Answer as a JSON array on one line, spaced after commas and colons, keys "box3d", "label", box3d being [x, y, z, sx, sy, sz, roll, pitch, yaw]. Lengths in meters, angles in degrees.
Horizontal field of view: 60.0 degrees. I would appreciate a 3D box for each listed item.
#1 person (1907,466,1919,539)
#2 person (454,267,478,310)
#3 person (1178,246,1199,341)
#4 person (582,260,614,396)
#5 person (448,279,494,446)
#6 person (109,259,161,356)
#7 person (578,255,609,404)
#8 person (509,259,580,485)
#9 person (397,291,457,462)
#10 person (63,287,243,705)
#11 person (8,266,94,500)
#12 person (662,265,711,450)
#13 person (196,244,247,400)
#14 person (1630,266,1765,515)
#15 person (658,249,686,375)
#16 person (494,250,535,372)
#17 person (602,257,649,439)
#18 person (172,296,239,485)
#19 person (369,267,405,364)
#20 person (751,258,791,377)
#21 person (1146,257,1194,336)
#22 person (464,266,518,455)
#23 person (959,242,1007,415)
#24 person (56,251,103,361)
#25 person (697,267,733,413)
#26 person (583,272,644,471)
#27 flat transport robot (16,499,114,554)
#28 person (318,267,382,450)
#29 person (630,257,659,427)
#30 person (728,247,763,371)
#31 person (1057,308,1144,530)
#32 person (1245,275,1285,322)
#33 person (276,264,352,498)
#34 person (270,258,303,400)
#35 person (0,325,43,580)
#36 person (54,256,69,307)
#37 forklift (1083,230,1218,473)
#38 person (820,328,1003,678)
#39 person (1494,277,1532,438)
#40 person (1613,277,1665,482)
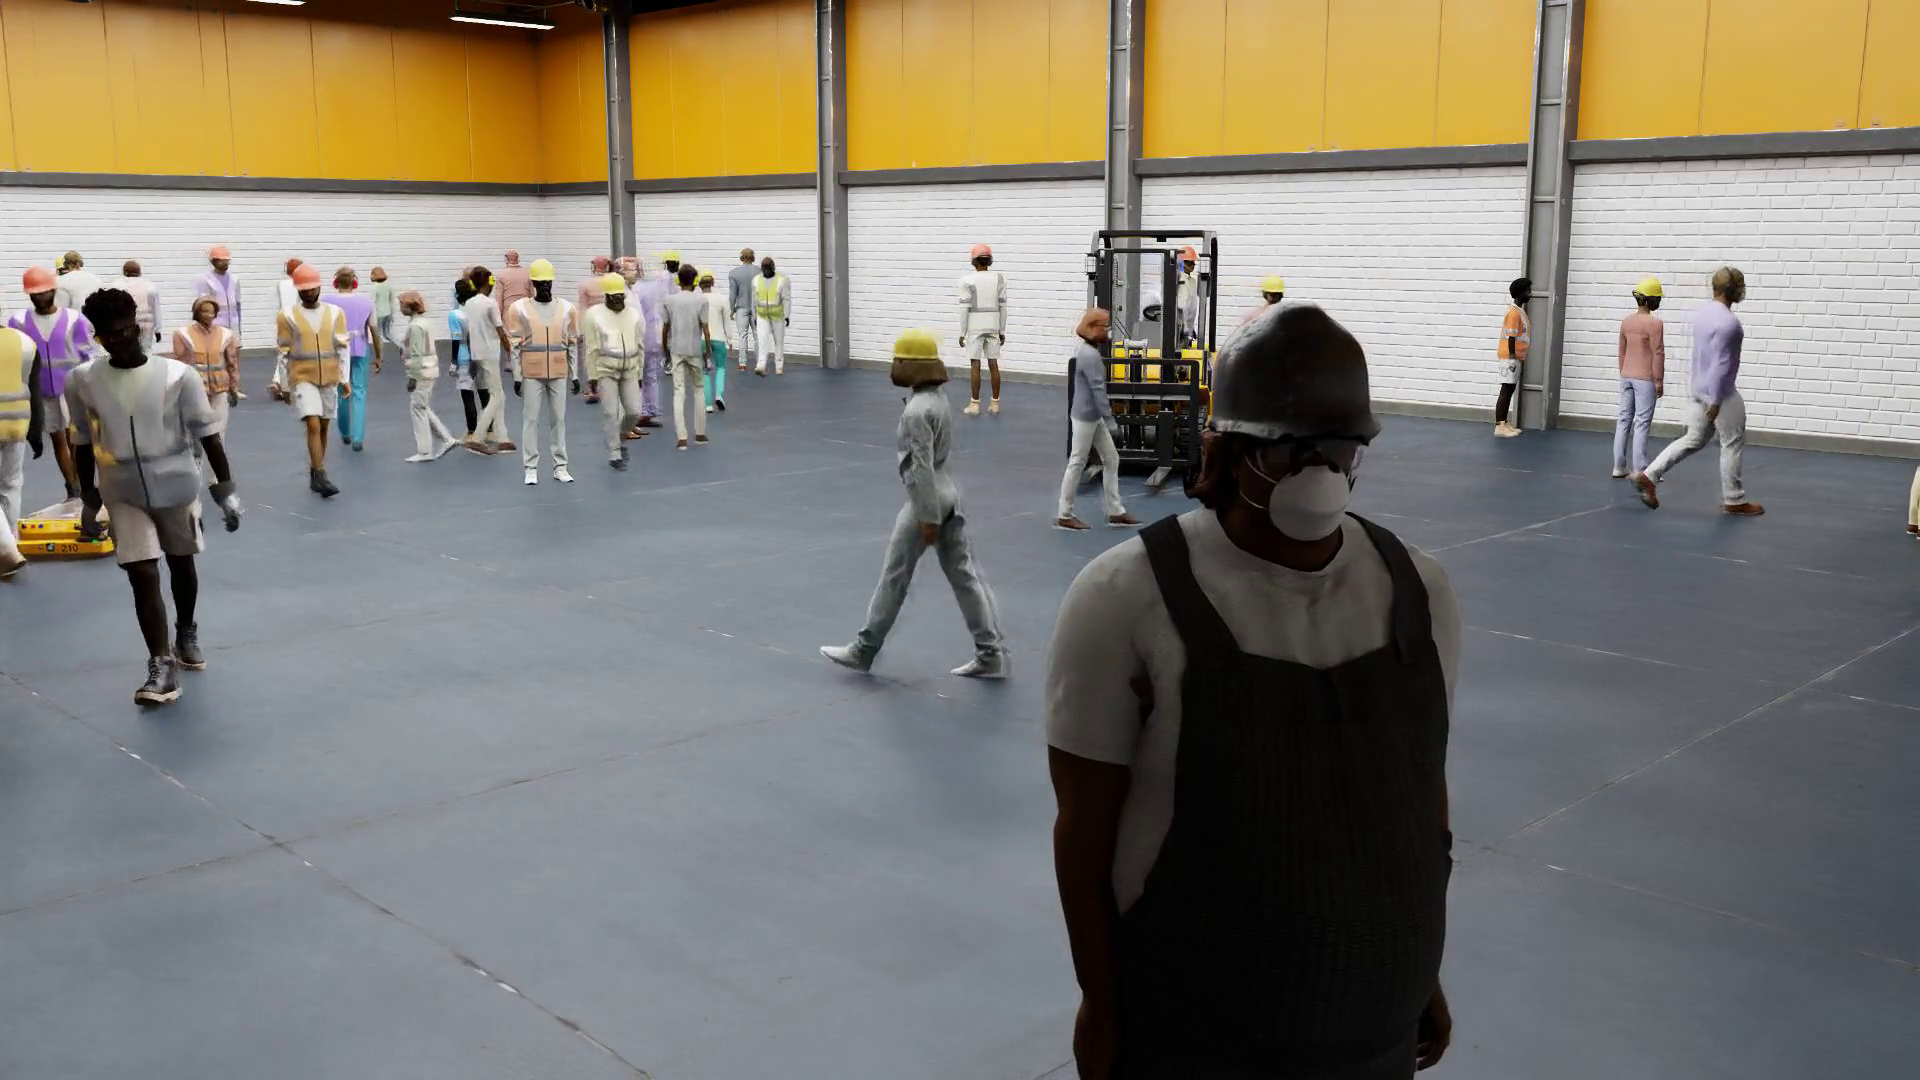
[{"box3d": [6.897, -0.803, 11.655, 0.270, 1.627, 0.497, 2, 11, 13], "label": "person"}, {"box3d": [-7.954, -3.651, 27.205, 0.535, 1.605, 0.744, 0, 10, -1], "label": "person"}, {"box3d": [2.784, -2.656, 20.750, 0.386, 1.996, 0.610, 7, 13, 35], "label": "person"}, {"box3d": [-4.592, -2.750, 21.752, 0.967, 1.827, 0.538, 5, 12, 26], "label": "person"}, {"box3d": [-4.969, -1.797, 16.881, 0.321, 1.696, 0.536, 6, 12, 28], "label": "person"}, {"box3d": [-10.882, -2.797, 22.002, 0.623, 1.819, 0.682, -8, 13, -38], "label": "person"}, {"box3d": [-4.508, -2.620, 20.849, 0.684, 1.883, 0.632, -7, 12, -34], "label": "person"}, {"box3d": [-3.563, -1.442, 14.316, 0.588, 1.928, 0.383, -5, 12, -26], "label": "person"}, {"box3d": [-5.032, -1.526, 15.629, 0.425, 1.620, 0.550, -3, 11, -14], "label": "person"}, {"box3d": [-3.767, -0.229, 7.808, 0.710, 1.899, 1.027, -4, 11, -19], "label": "person"}, {"box3d": [-6.940, -1.133, 12.728, 0.558, 1.889, 0.914, -3, 11, -15], "label": "person"}, {"box3d": [-2.766, -1.849, 16.793, 0.551, 1.822, 0.831, 0, 10, 1], "label": "person"}, {"box3d": [-9.658, -2.836, 21.670, 0.747, 2.019, 0.621, 7, 12, 33], "label": "person"}, {"box3d": [5.690, -1.130, 12.684, 0.908, 1.915, 0.633, 1, 10, 3], "label": "person"}, {"box3d": [-4.368, -3.453, 25.301, 0.416, 1.915, 0.609, -1, 10, -6], "label": "person"}, {"box3d": [-6.968, -3.575, 26.012, 0.651, 1.904, 0.403, -7, 13, -35], "label": "person"}, {"box3d": [-3.511, -2.023, 17.546, 0.408, 1.906, 0.645, 1, 10, 5], "label": "person"}, {"box3d": [-6.408, -1.260, 14.133, 0.540, 1.621, 0.419, -8, 13, -37], "label": "person"}, {"box3d": [-9.512, -3.701, 27.487, 0.550, 1.620, 0.504, 4, 11, 21], "label": "person"}, {"box3d": [-2.862, -3.365, 25.176, 0.647, 1.779, 0.970, 1, 10, 6], "label": "person"}, {"box3d": [2.356, -2.284, 18.986, 0.623, 1.910, 0.980, -3, 11, -17], "label": "person"}, {"box3d": [-4.580, -1.738, 16.208, 0.582, 1.830, 0.564, 10, 15, 44], "label": "person"}, {"box3d": [0.259, -2.500, 19.770, 0.607, 2.044, 0.372, -4, 11, -21], "label": "person"}, {"box3d": [-11.291, -2.737, 21.365, 0.371, 1.935, 0.627, 6, 12, 29], "label": "person"}, {"box3d": [-3.017, -2.403, 20.033, 0.541, 1.744, 0.384, -2, 11, -10], "label": "person"}, {"box3d": [-3.132, -1.528, 15.135, 0.594, 1.804, 0.437, -7, 13, -35], "label": "person"}, {"box3d": [-6.078, -0.121, 11.628, 0.652, 0.197, 1.431, -1, 11, -7], "label": "flat transport robot"}, {"box3d": [-6.137, -1.828, 16.751, 0.588, 1.798, 0.936, -3, 11, -18], "label": "person"}, {"box3d": [-3.578, -2.168, 18.383, 0.492, 1.883, 0.688, 1, 10, 8], "label": "person"}, {"box3d": [-3.316, -3.614, 26.130, 0.632, 1.939, 0.368, -3, 11, -18], "label": "person"}, {"box3d": [1.039, -0.851, 11.969, 0.723, 1.606, 0.504, 2, 11, 11], "label": "person"}, {"box3d": [3.052, -1.685, 16.147, 0.542, 1.735, 0.763, -4, 11, -19], "label": "person"}, {"box3d": [-5.234, -1.294, 13.594, 0.535, 1.887, 0.905, -8, 13, -36], "label": "person"}, {"box3d": [-8.701, -2.749, 21.678, 0.576, 1.849, 0.897, 2, 11, 11], "label": "person"}, {"box3d": [-6.058, -0.666, 10.405, 0.667, 1.840, 0.637, 6, 12, 31], "label": "person"}, {"box3d": [-12.711, -3.123, 23.753, 0.404, 1.829, 0.591, 5, 12, 27], "label": "person"}, {"box3d": [1.804, -1.825, 15.677, 1.214, 2.155, 2.313, 2, 11, 13], "label": "forklift"}, {"box3d": [-0.201, -0.163, 7.985, 0.914, 1.692, 0.502, 3, 11, 16], "label": "person"}, {"box3d": [5.871, -1.934, 17.653, 0.322, 1.691, 0.532, 5, 11, 24], "label": "person"}, {"box3d": [5.934, -1.390, 14.475, 0.310, 1.769, 0.523, -3, 11, -17], "label": "person"}]
